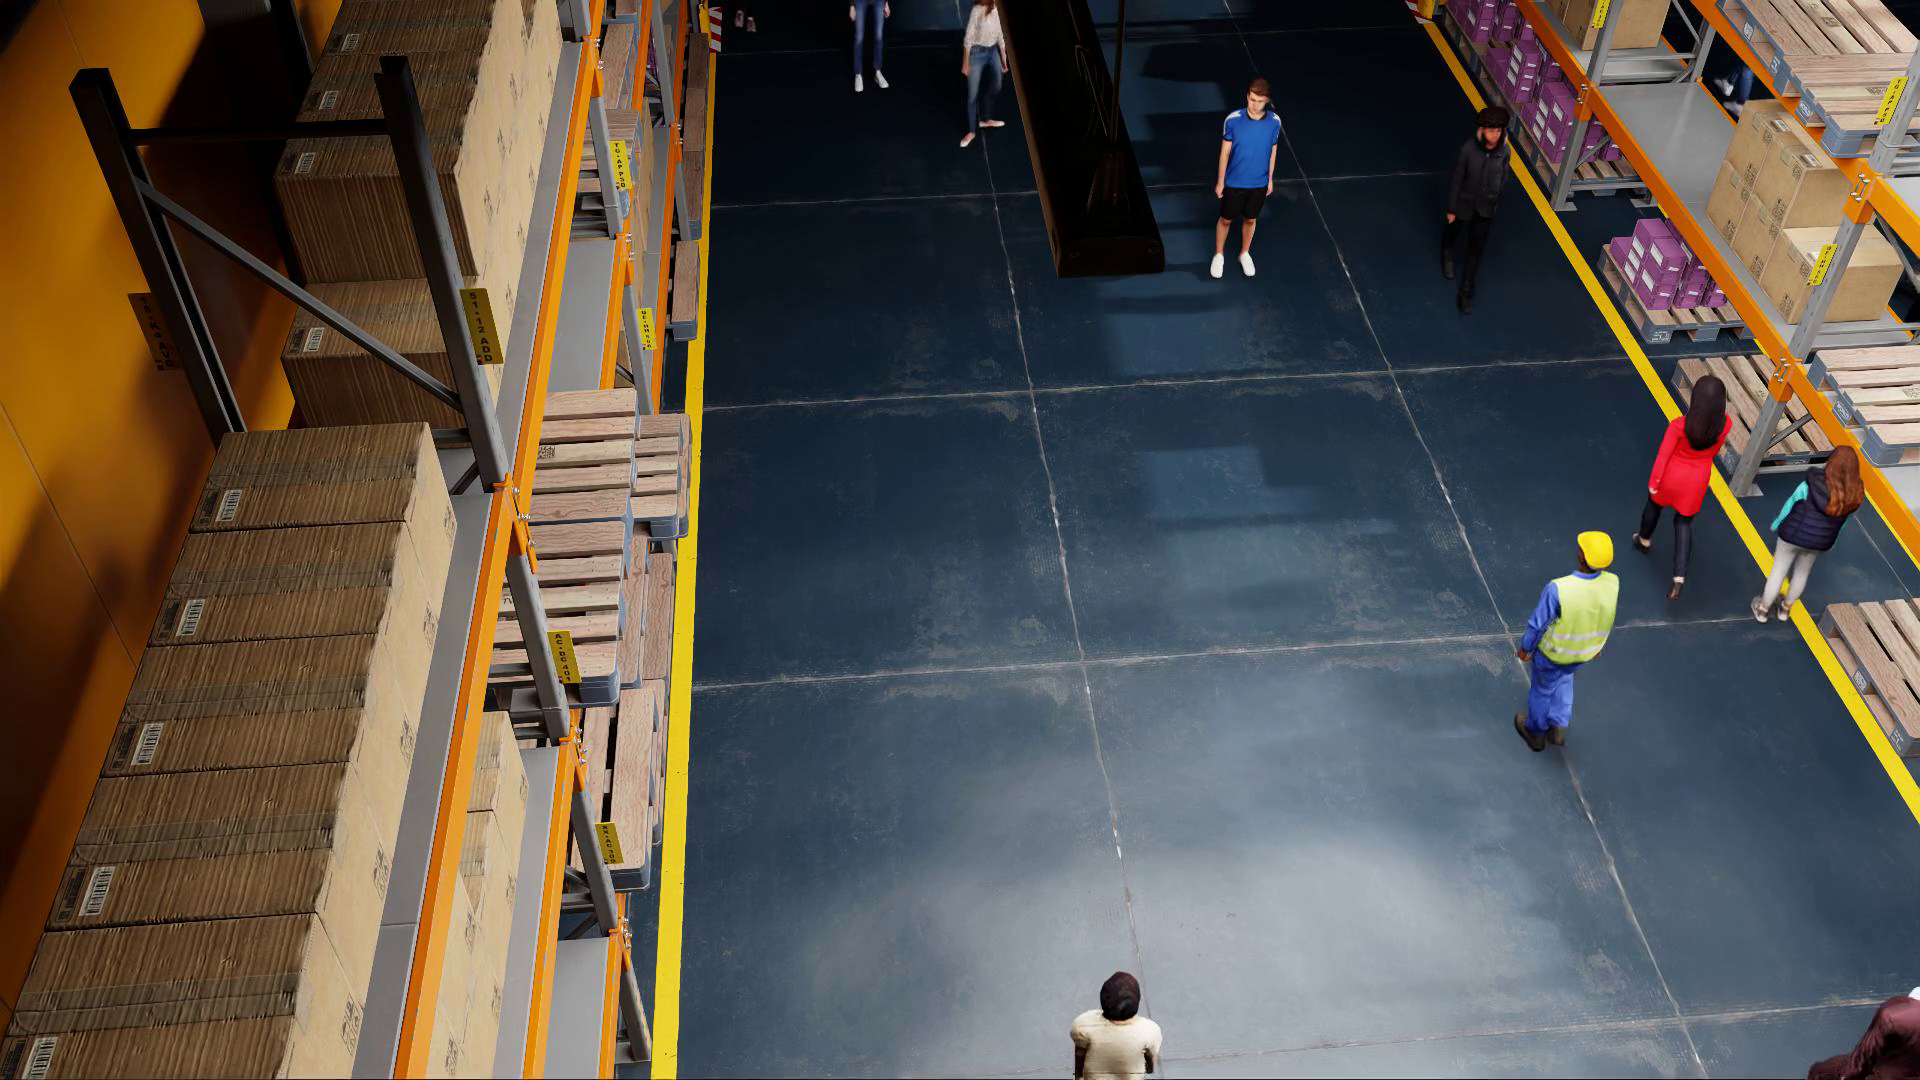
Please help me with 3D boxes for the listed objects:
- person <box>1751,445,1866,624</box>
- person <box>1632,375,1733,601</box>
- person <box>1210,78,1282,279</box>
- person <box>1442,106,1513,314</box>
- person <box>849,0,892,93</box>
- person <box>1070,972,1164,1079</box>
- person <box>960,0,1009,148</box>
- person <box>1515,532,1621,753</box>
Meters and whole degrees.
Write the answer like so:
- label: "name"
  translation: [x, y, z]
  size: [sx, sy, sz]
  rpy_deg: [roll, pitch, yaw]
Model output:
- label: "person"
  translation: [5.723, -0.023, 11.252]
  size: [0.631, 1.495, 0.653]
  rpy_deg: [6, 44, 7]
- label: "person"
  translation: [4.984, -0.341, 11.426]
  size: [0.683, 1.716, 1.083]
  rpy_deg: [2, 44, 2]
- label: "person"
  translation: [2.447, -3.106, 14.219]
  size: [0.649, 1.866, 0.557]
  rpy_deg: [-3, 44, -3]
- label: "person"
  translation: [4.322, -2.896, 14.091]
  size: [0.751, 1.739, 1.151]
  rpy_deg: [2, 44, 2]
- label: "person"
  translation: [-0.913, -5.372, 16.654]
  size: [0.621, 1.789, 0.579]
  rpy_deg: [-12, 45, -12]
- label: "person"
  translation: [0.752, 2.732, 8.322]
  size: [0.789, 1.548, 1.069]
  rpy_deg: [8, 44, 8]
- label: "person"
  translation: [0.158, -4.601, 15.913]
  size: [0.812, 1.694, 0.779]
  rpy_deg: [-16, 46, -16]
- label: "person"
  translation: [3.773, 0.704, 10.266]
  size: [0.697, 1.803, 0.690]
  rpy_deg: [-6, 44, -6]
